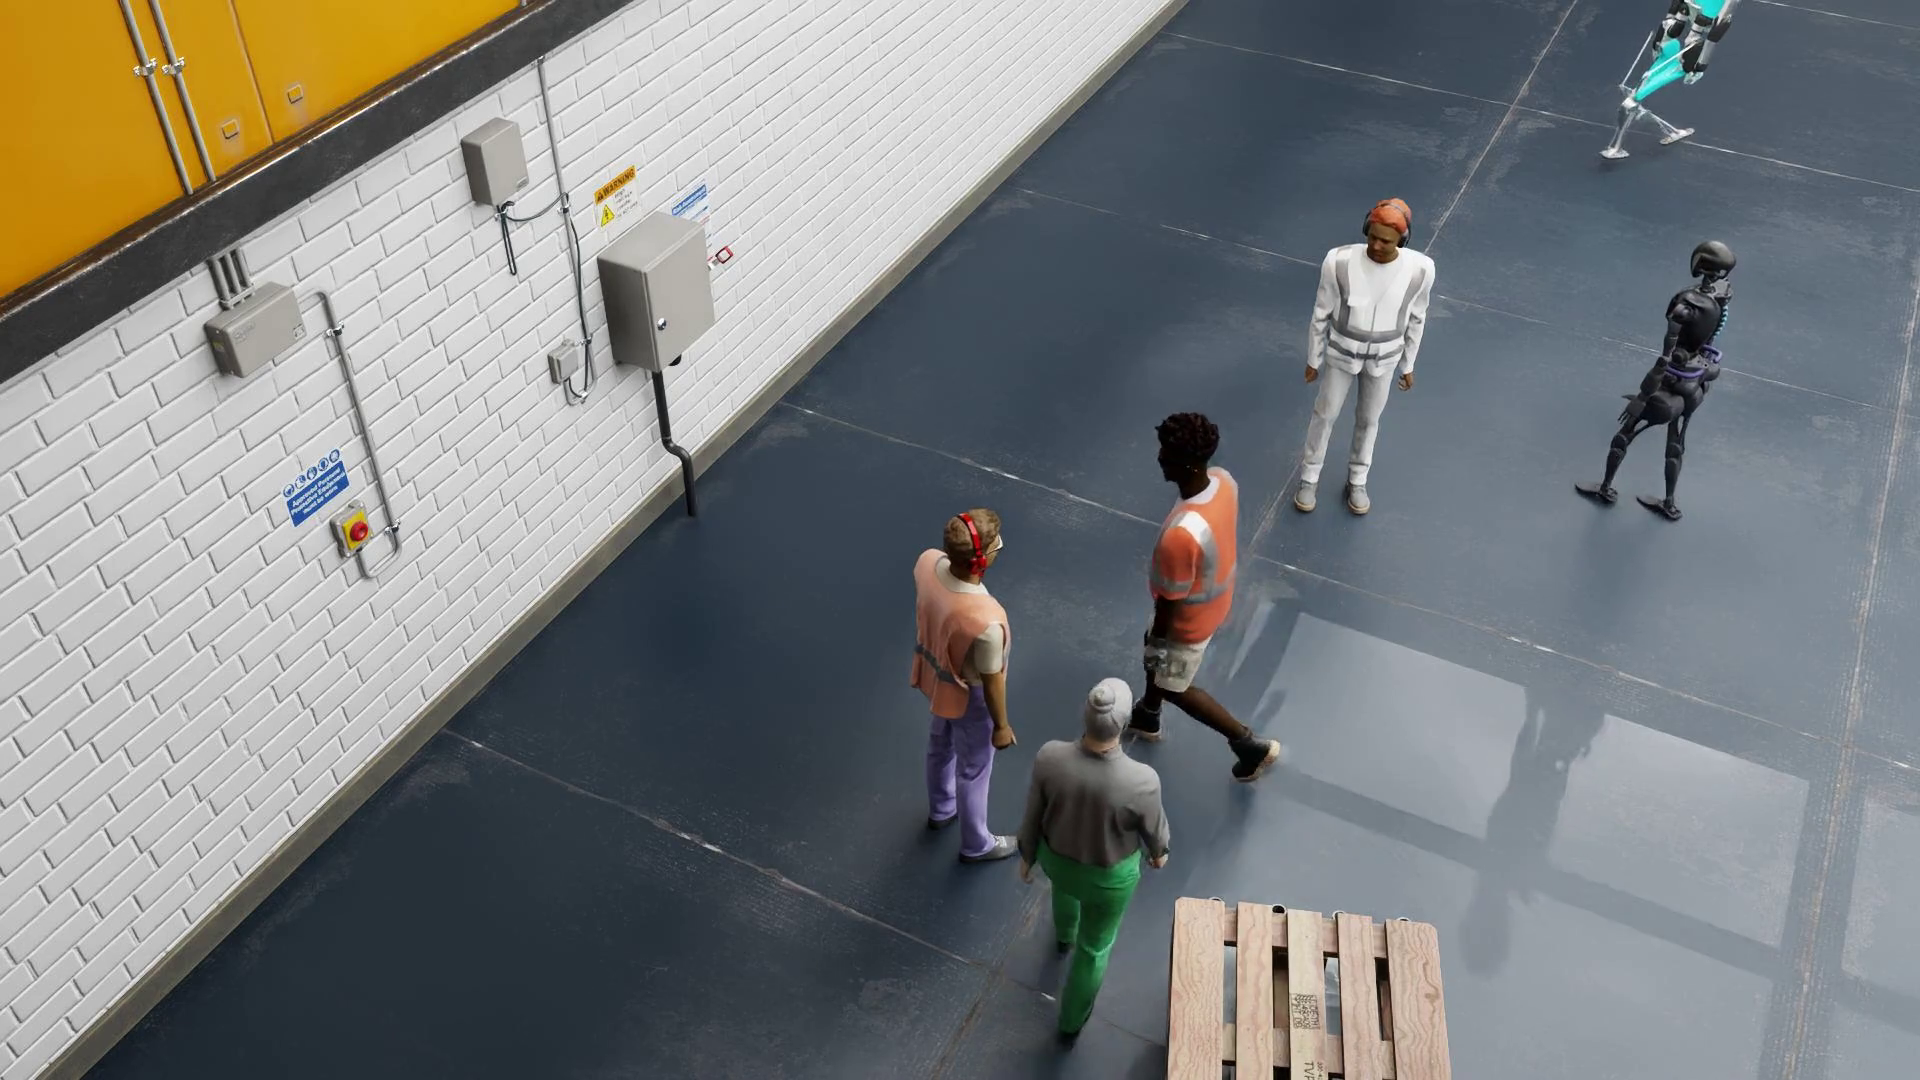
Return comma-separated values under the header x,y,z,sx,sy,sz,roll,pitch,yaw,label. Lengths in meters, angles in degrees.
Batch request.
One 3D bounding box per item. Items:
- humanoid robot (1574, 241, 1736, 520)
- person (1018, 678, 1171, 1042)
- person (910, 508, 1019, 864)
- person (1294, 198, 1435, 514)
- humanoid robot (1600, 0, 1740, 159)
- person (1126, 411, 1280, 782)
x,y,z,sx,sy,sz,roll,pitch,yaw,label
3.736,-0.847,8.746,0.600,1.641,0.558,-29,49,-30,humanoid robot
0.543,1.120,6.349,0.534,1.816,0.786,17,43,18,person
0.009,0.627,6.903,0.390,1.847,0.563,-22,45,-23,person
2.099,-0.943,8.697,0.575,1.881,0.350,5,41,6,person
4.946,-3.429,11.679,0.999,1.719,0.538,-12,42,-14,humanoid robot
1.052,0.290,7.229,0.814,1.931,0.618,15,43,17,person
